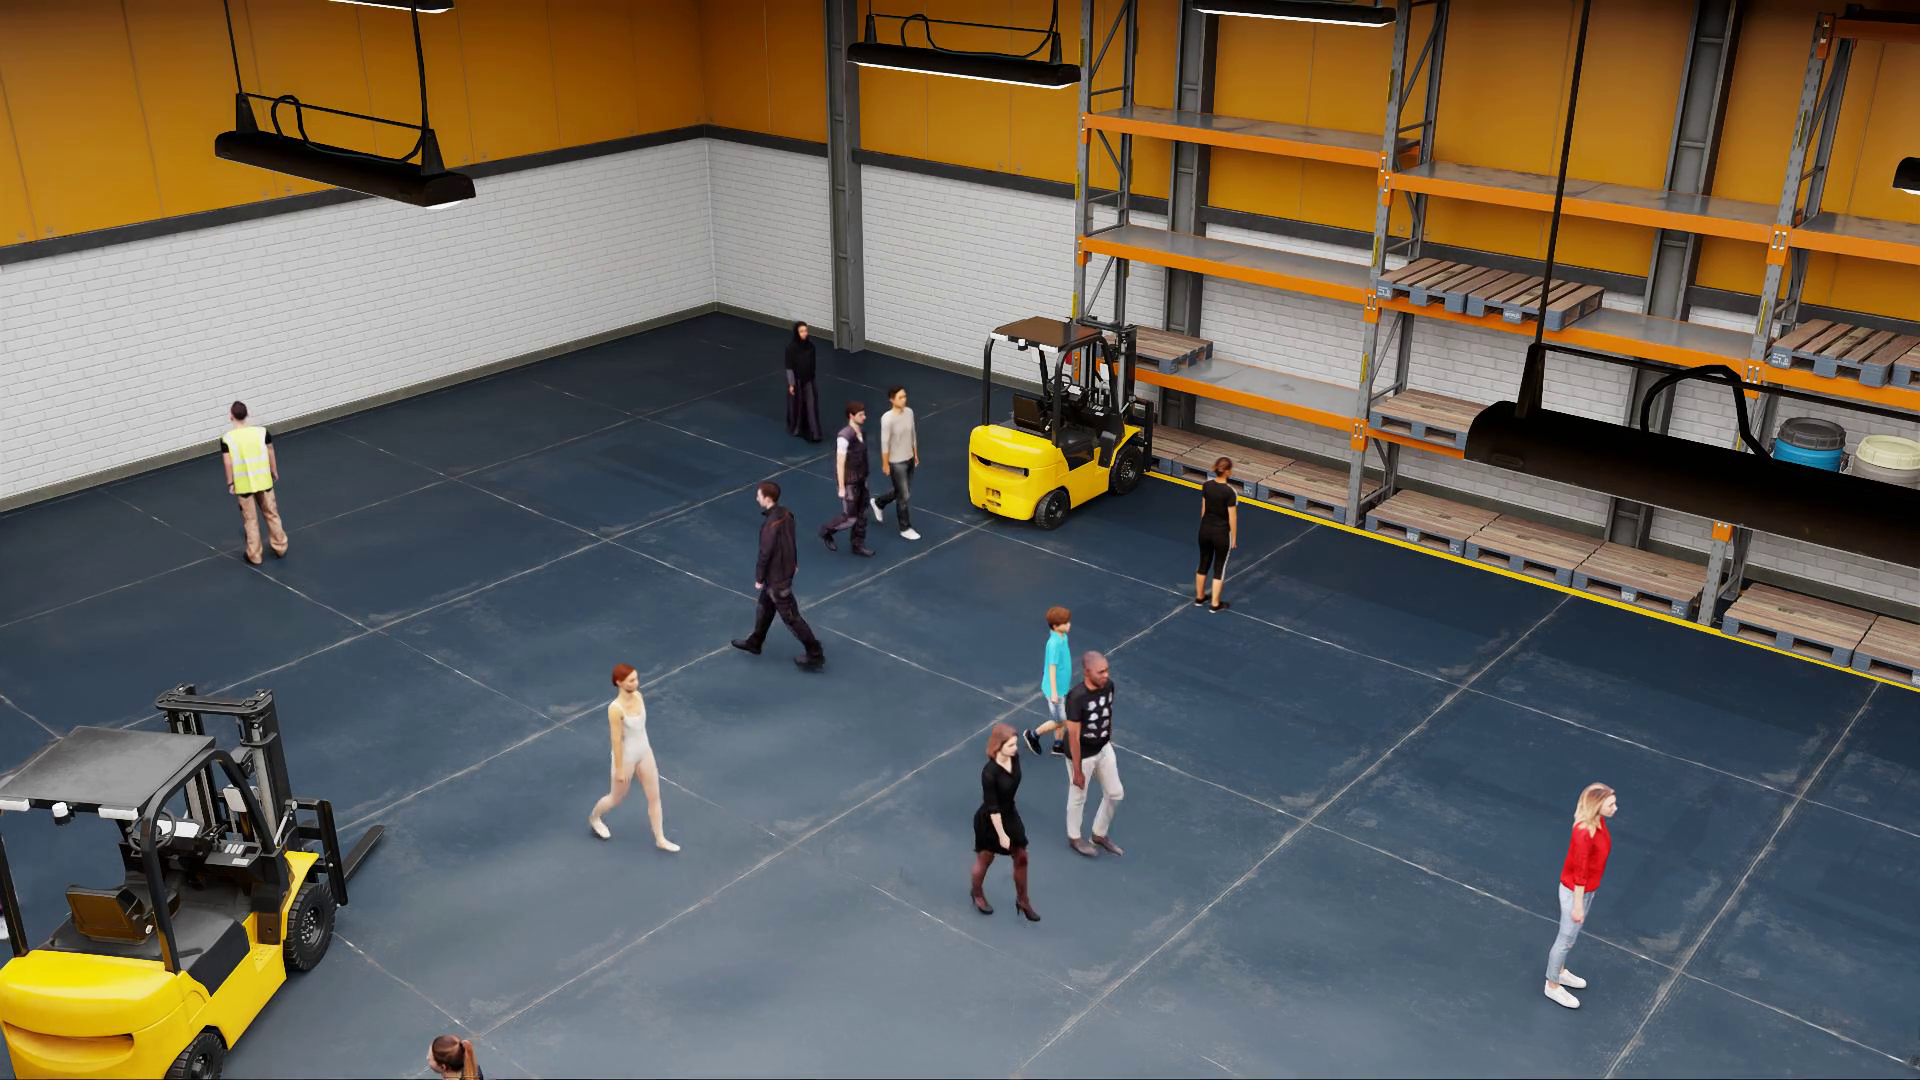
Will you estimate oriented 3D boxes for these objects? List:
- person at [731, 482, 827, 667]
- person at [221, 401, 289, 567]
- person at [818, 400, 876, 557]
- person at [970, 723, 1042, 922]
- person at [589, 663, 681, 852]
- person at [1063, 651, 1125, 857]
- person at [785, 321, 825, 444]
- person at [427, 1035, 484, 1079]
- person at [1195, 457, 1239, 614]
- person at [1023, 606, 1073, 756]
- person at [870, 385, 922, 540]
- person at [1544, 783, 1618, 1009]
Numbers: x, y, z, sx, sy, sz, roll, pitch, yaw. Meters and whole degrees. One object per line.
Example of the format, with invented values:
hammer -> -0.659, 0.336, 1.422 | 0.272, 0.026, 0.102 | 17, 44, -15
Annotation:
person -> -1.649, 0.366, 15.827 | 1.353, 1.862, 1.075 | 6, 24, 13
person -> -7.715, -0.632, 18.131 | 0.753, 1.844, 0.755 | -18, 29, -35
person -> -1.262, -0.671, 18.241 | 0.957, 1.828, 0.834 | 9, 25, 19
person -> 0.196, 2.048, 12.202 | 0.796, 1.682, 0.617 | 16, 28, 33
person -> -2.660, 1.708, 13.066 | 1.090, 1.614, 0.729 | 12, 26, 25
person -> 0.945, 1.639, 13.001 | 0.742, 1.792, 0.753 | -19, 30, -37
person -> -2.111, -2.093, 21.769 | 0.956, 1.608, 1.191 | -9, 25, -19
person -> -2.617, 3.401, 9.116 | 0.834, 1.675, 0.774 | 4, 24, 9
person -> 2.622, -0.067, 17.060 | 0.661, 1.668, 0.479 | -21, 31, -40
person -> 0.776, 1.230, 14.370 | 0.791, 1.445, 0.676 | 7, 25, 16
person -> -0.750, -0.917, 18.847 | 1.009, 1.792, 0.672 | 17, 29, 34
person -> 4.241, 2.394, 11.383 | 0.552, 1.704, 0.653 | 13, 27, 28
